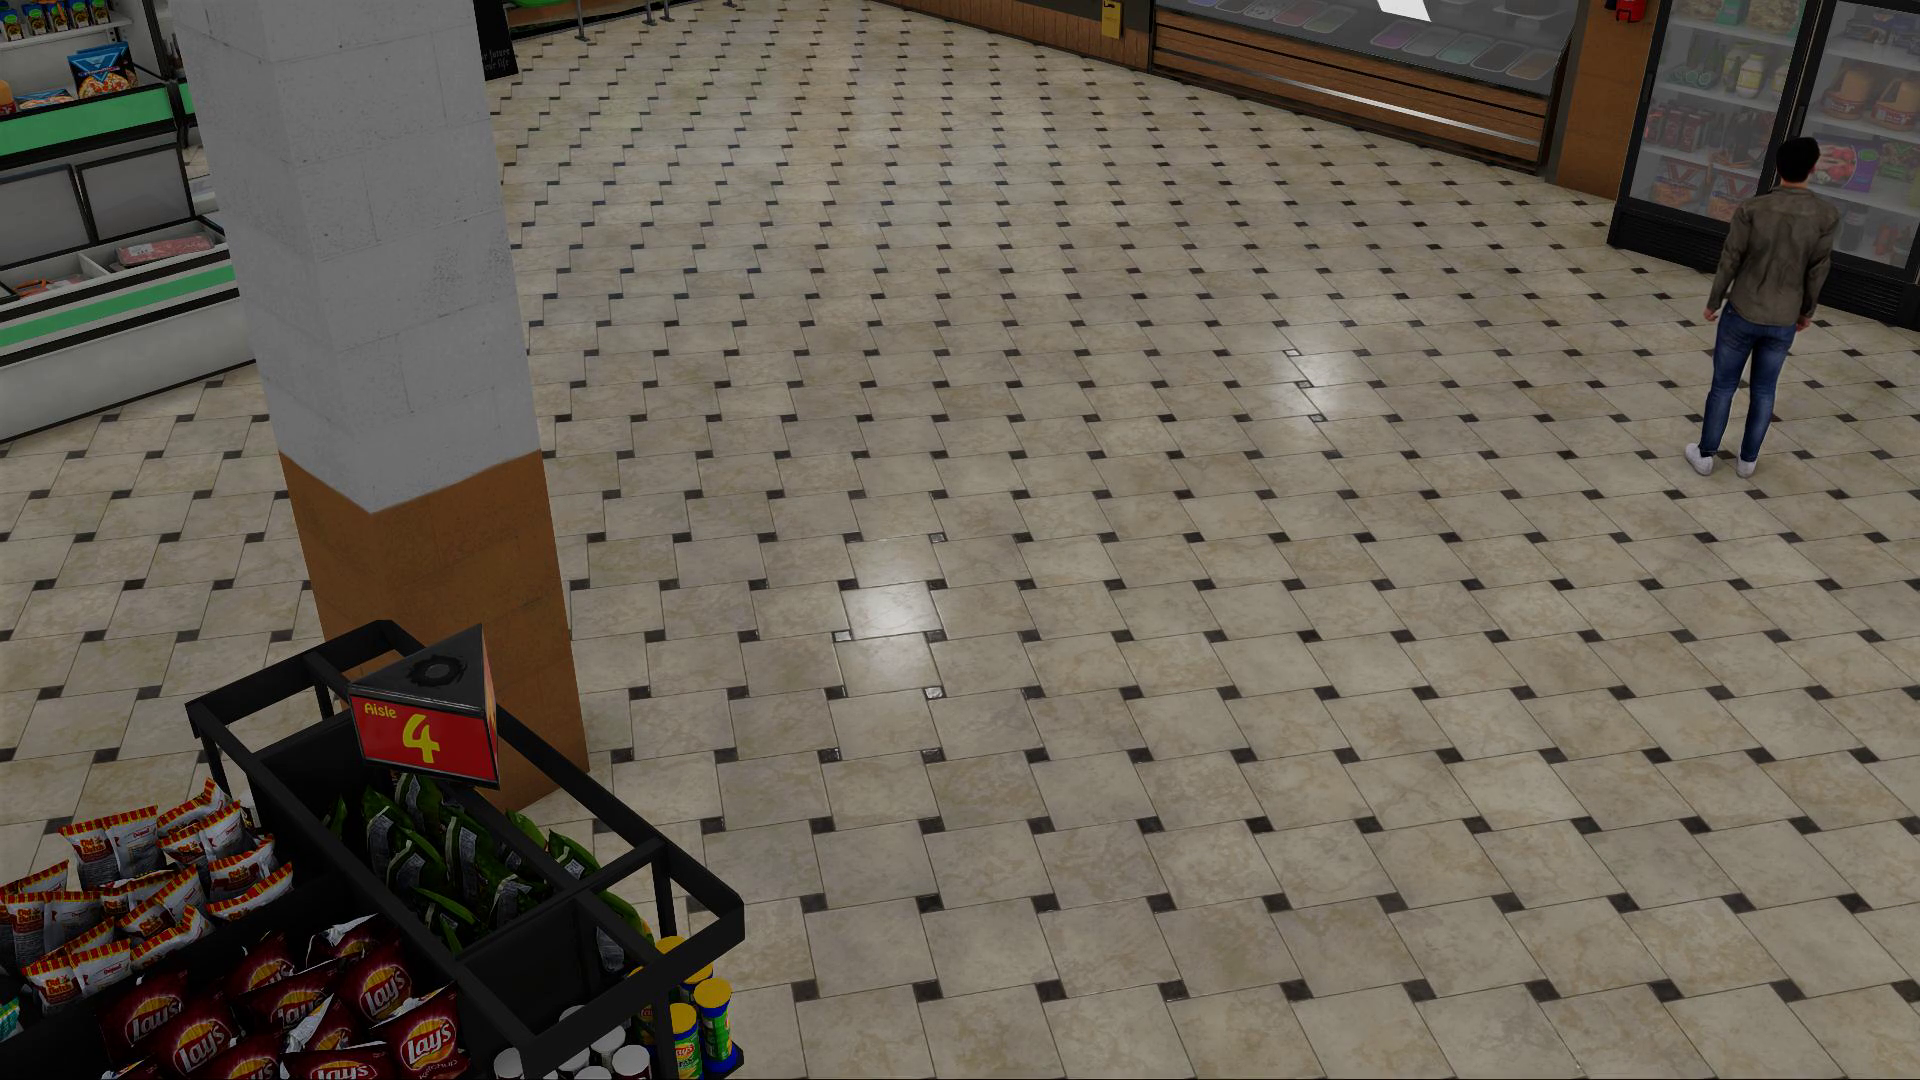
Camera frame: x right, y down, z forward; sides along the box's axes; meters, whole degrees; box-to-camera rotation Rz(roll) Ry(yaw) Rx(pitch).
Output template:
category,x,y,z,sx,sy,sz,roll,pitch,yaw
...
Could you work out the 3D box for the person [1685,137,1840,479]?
category,x,y,z,sx,sy,sz,roll,pitch,yaw
person,4.205,-1.192,8.737,0.787,1.867,0.790,6,32,9
